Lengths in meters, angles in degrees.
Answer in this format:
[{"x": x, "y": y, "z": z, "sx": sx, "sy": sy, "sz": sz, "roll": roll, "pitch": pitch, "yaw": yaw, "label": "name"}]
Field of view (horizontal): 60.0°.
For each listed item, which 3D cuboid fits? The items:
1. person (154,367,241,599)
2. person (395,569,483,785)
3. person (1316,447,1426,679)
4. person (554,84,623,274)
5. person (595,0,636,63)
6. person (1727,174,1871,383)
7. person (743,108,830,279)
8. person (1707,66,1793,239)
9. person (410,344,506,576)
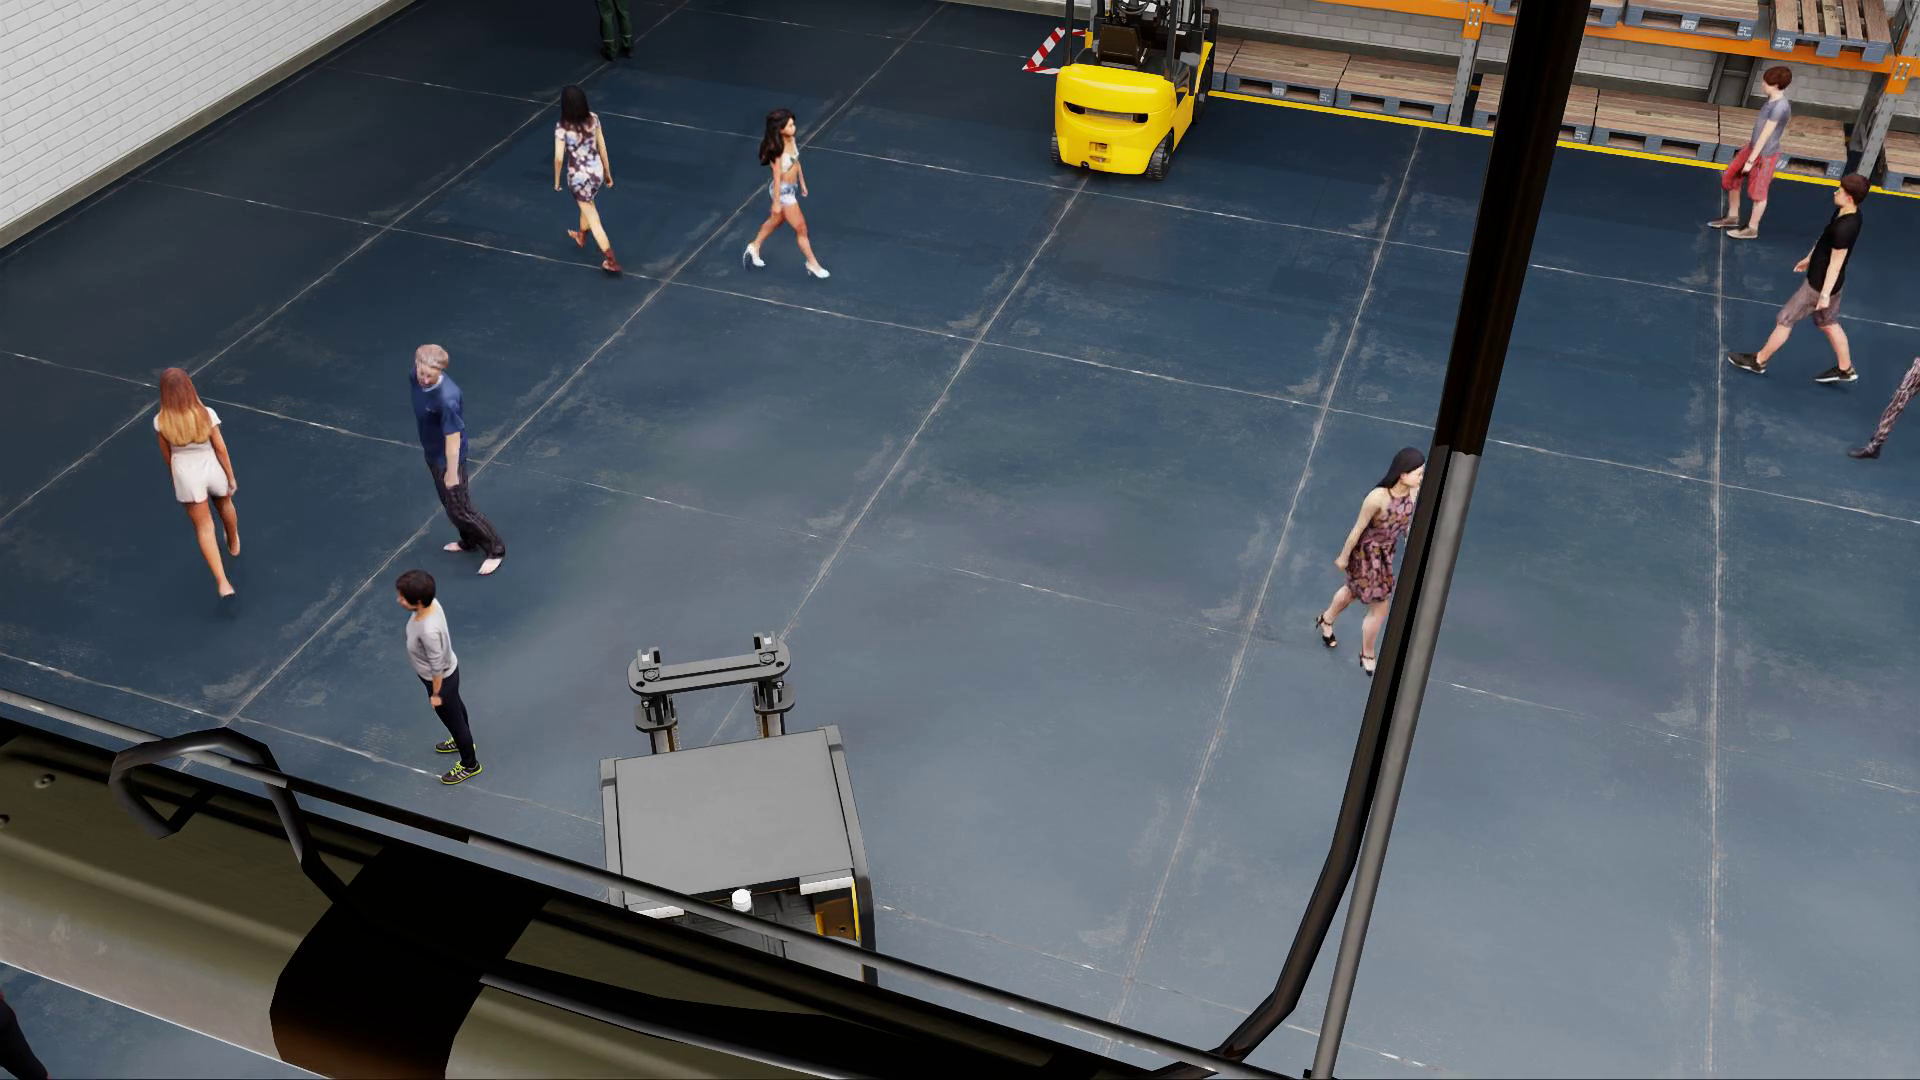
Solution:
[{"x": -5.149, "y": -0.361, "z": 11.294, "sx": 1.094, "sy": 1.659, "sz": 1.136, "roll": -16, "pitch": 41, "yaw": -19, "label": "person"}, {"x": -3.107, "y": 0.787, "z": 9.942, "sx": 0.659, "sy": 1.554, "sz": 0.615, "roll": -13, "pitch": 40, "yaw": -15, "label": "person"}, {"x": 2.579, "y": 0.098, "z": 10.669, "sx": 0.858, "sy": 1.723, "sz": 0.978, "roll": -20, "pitch": 43, "yaw": -23, "label": "person"}, {"x": -3.290, "y": -3.155, "z": 14.774, "sx": 0.961, "sy": 1.683, "sz": 1.203, "roll": -30, "pitch": 47, "yaw": -32, "label": "person"}, {"x": -3.934, "y": -6.279, "z": 18.562, "sx": 0.778, "sy": 1.838, "sz": 0.808, "roll": -21, "pitch": 43, "yaw": -24, "label": "person"}, {"x": 6.976, "y": -2.030, "z": 13.249, "sx": 1.272, "sy": 1.828, "sz": 0.859, "roll": 21, "pitch": 43, "yaw": 24, "label": "person"}, {"x": -1.619, "y": -3.046, "z": 14.714, "sx": 1.064, "sy": 1.588, "sz": 0.665, "roll": 8, "pitch": 39, "yaw": 9, "label": "person"}, {"x": 7.453, "y": -3.528, "z": 15.284, "sx": 0.733, "sy": 1.630, "sz": 0.675, "roll": 4, "pitch": 39, "yaw": 5, "label": "person"}, {"x": -3.556, "y": -0.615, "z": 11.469, "sx": 0.857, "sy": 1.839, "sz": 0.759, "roll": -12, "pitch": 40, "yaw": -14, "label": "person"}]
